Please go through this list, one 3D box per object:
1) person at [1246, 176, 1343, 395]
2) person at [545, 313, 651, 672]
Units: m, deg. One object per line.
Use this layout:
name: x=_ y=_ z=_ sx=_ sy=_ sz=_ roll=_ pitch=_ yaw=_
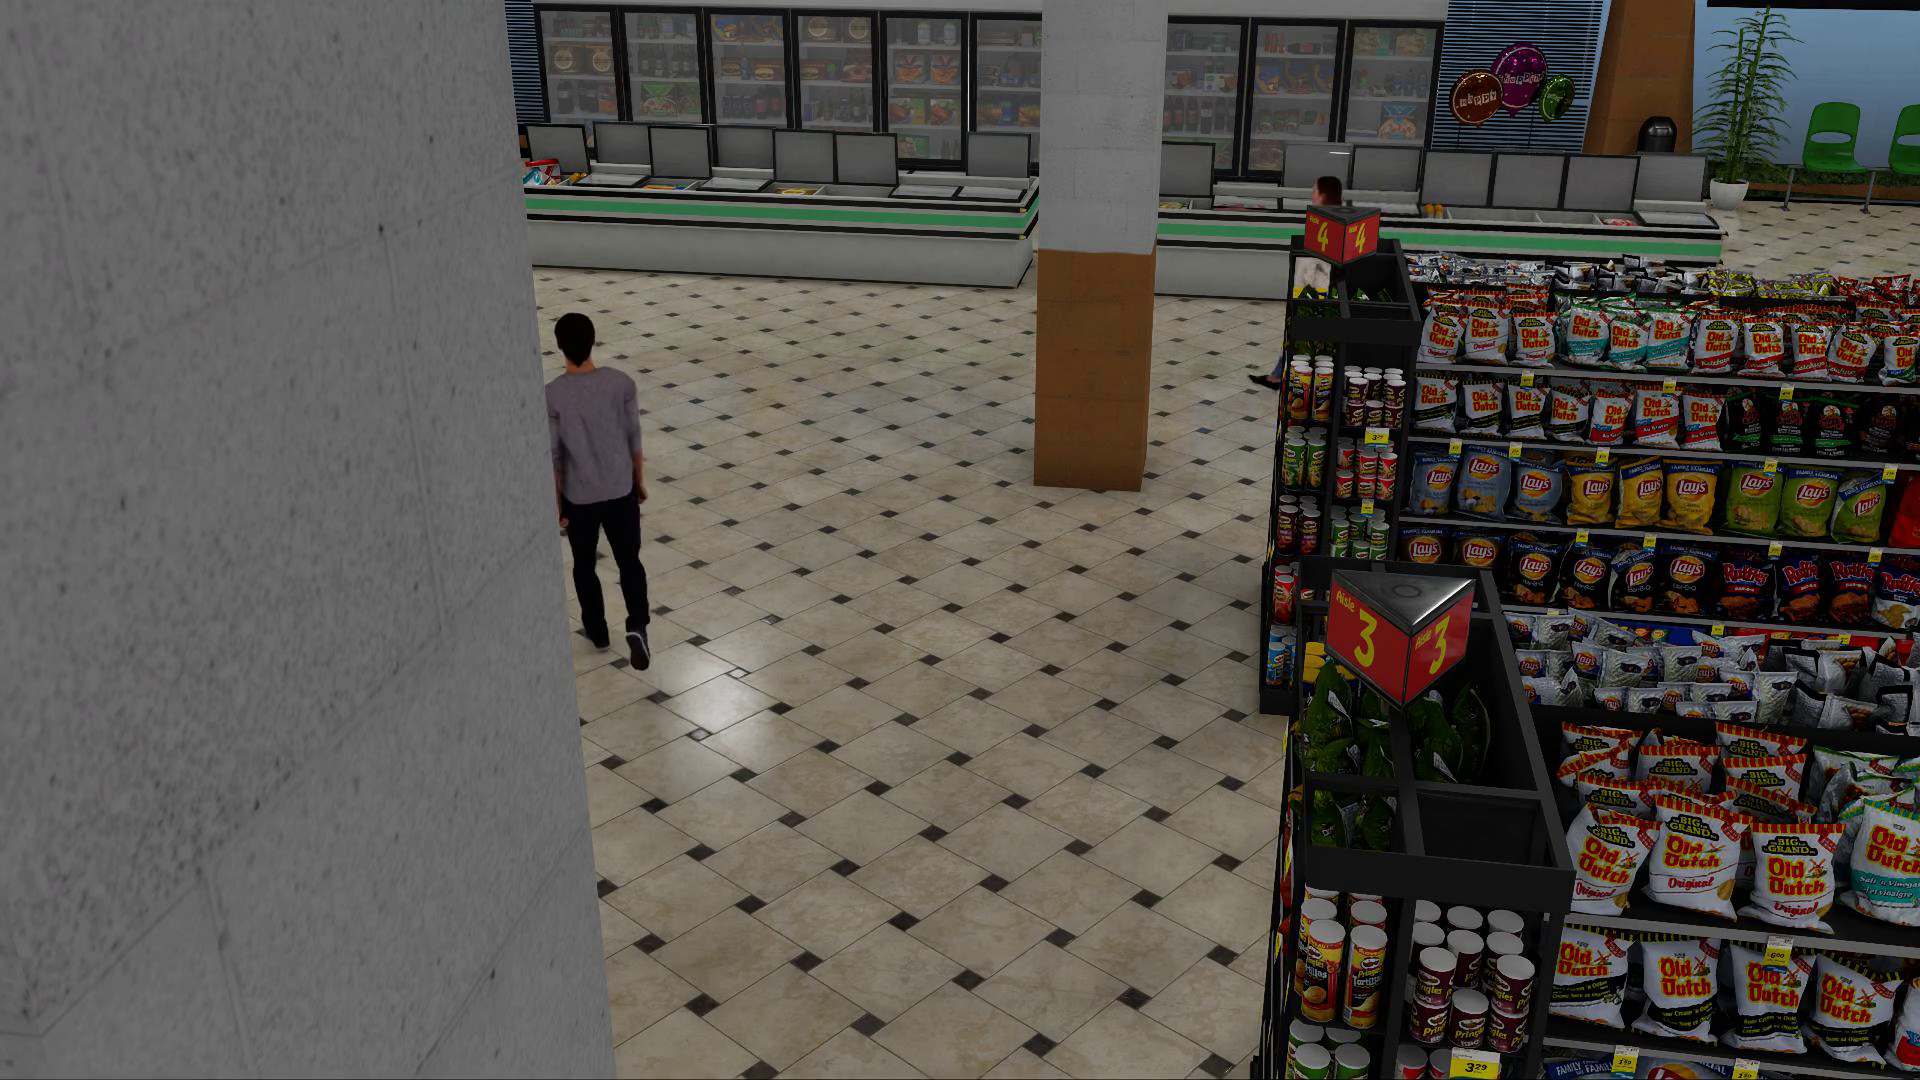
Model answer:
person: x=2.646 y=-1.719 z=11.892 sx=1.179 sy=1.643 sz=0.867 roll=12 pitch=26 yaw=26
person: x=-1.764 y=-0.205 z=8.205 sx=1.062 sy=1.826 sz=1.034 roll=-9 pitch=25 yaw=-20
